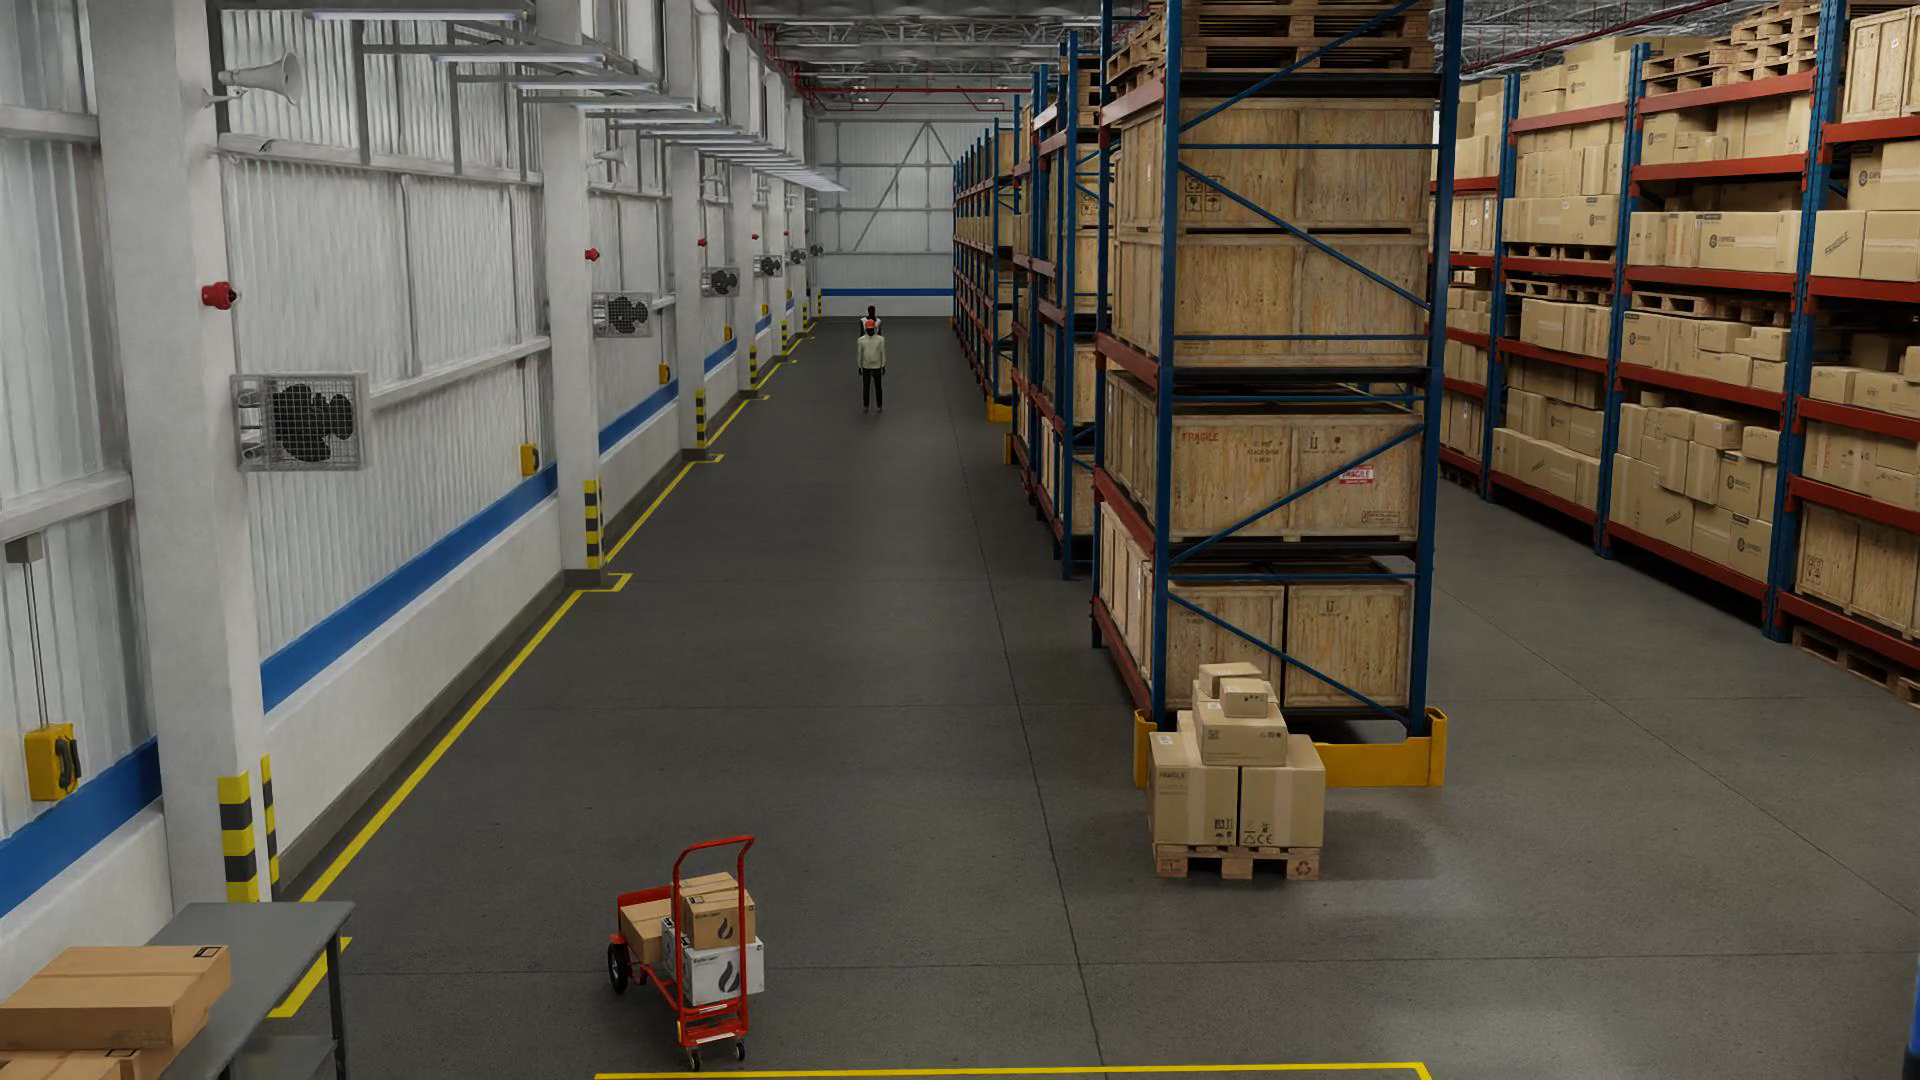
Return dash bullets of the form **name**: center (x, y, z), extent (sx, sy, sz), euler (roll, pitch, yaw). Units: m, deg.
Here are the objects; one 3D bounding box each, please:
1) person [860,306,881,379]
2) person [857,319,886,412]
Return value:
- **person**: center (-2.291, -5.065, 42.747), extent (0.589, 1.910, 0.394), euler (-6, 12, -28)
- **person**: center (-1.890, -3.718, 35.534), extent (0.617, 1.989, 0.402), euler (0, 11, 2)
